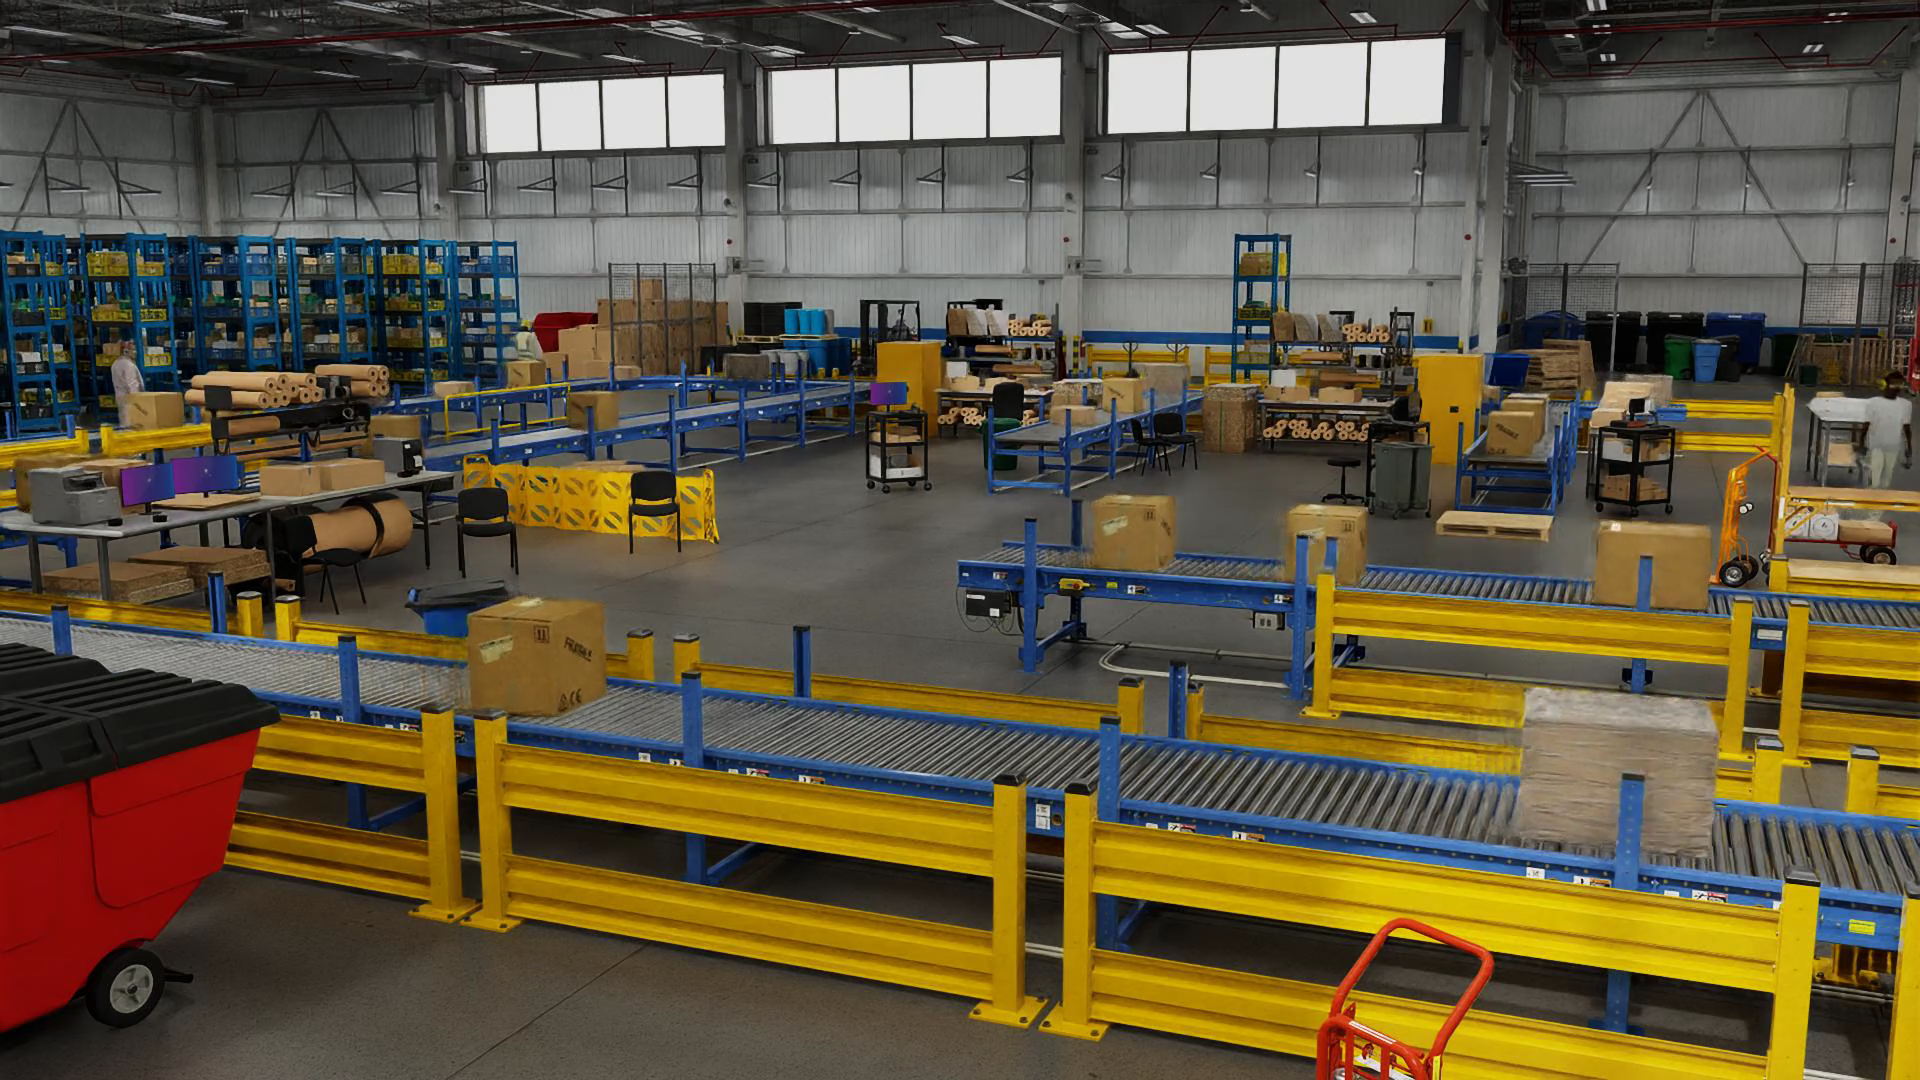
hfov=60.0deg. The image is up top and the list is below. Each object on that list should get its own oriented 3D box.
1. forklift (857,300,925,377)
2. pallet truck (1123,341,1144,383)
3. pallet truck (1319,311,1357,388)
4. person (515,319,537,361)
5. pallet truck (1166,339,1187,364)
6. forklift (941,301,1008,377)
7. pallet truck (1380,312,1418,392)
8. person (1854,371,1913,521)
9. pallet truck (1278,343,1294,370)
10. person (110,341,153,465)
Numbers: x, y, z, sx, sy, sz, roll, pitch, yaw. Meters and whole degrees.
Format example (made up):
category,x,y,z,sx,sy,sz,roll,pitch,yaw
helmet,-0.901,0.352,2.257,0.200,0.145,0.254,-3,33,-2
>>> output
category,x,y,z,sx,sy,sz,roll,pitch,yaw
forklift,-1.732,-5.109,42.468,1.157,1.987,2.680,4,10,22
pallet truck,4.445,-4.380,41.279,0.680,1.201,1.601,4,10,22
pallet truck,9.071,-4.419,39.190,0.823,1.965,1.885,5,10,26
person,-9.819,-4.140,38.065,0.602,1.802,0.765,4,10,24
pallet truck,5.418,-4.269,40.420,0.704,1.261,1.522,3,10,20
forklift,0.365,-4.966,41.571,1.157,1.987,2.680,3,10,20
pallet truck,10.207,-4.283,38.369,0.823,1.965,1.885,3,10,20
person,10.498,-0.984,18.825,0.574,1.844,0.682,1,9,9
pallet truck,7.886,-4.163,39.743,0.653,1.274,1.630,4,10,22
person,-12.540,-2.055,25.162,0.637,1.904,0.403,9,13,42
